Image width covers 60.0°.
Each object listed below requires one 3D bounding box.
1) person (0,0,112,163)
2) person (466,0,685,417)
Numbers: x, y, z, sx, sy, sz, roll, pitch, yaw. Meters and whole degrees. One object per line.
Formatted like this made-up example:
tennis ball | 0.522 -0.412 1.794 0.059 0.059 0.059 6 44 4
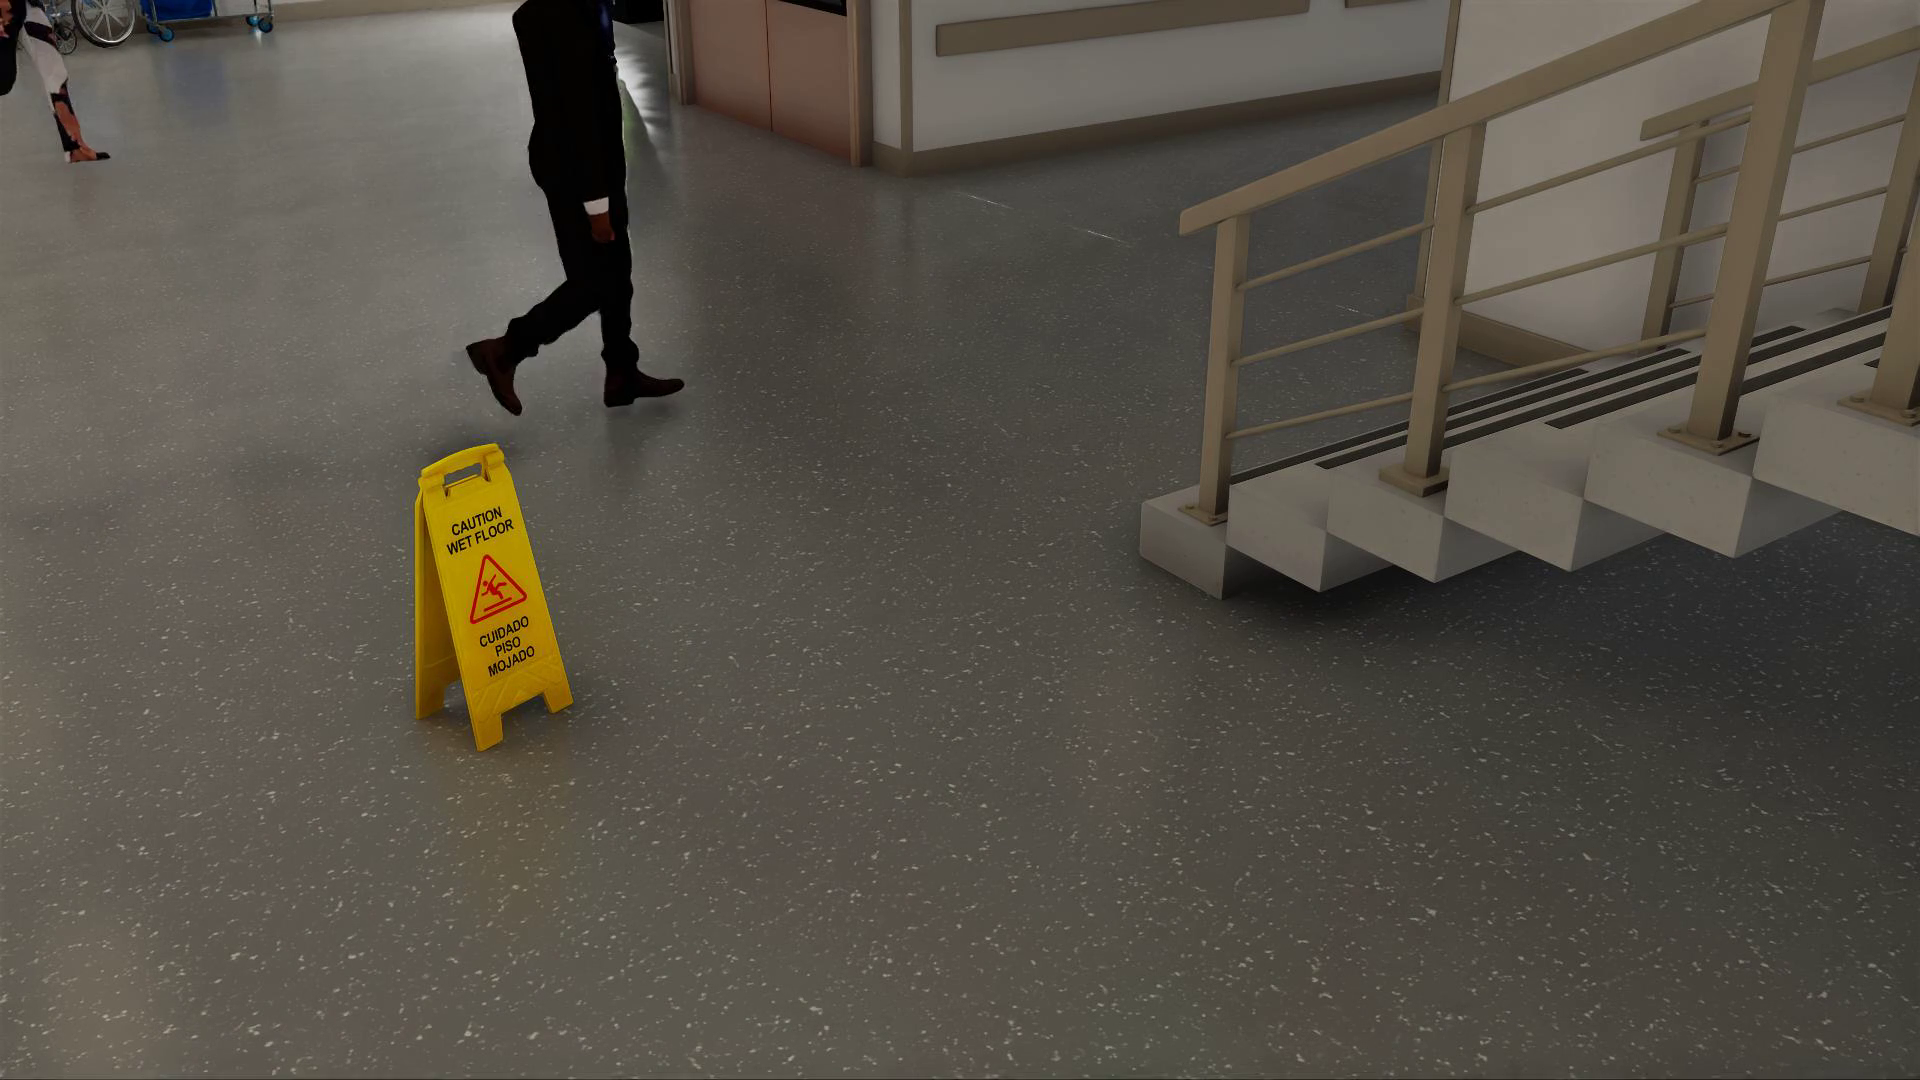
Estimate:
person | -5.915 -3.219 10.214 1.252 1.860 1.140 7 27 13
person | -1.518 -1.344 6.298 0.841 1.884 1.076 -13 29 -26
